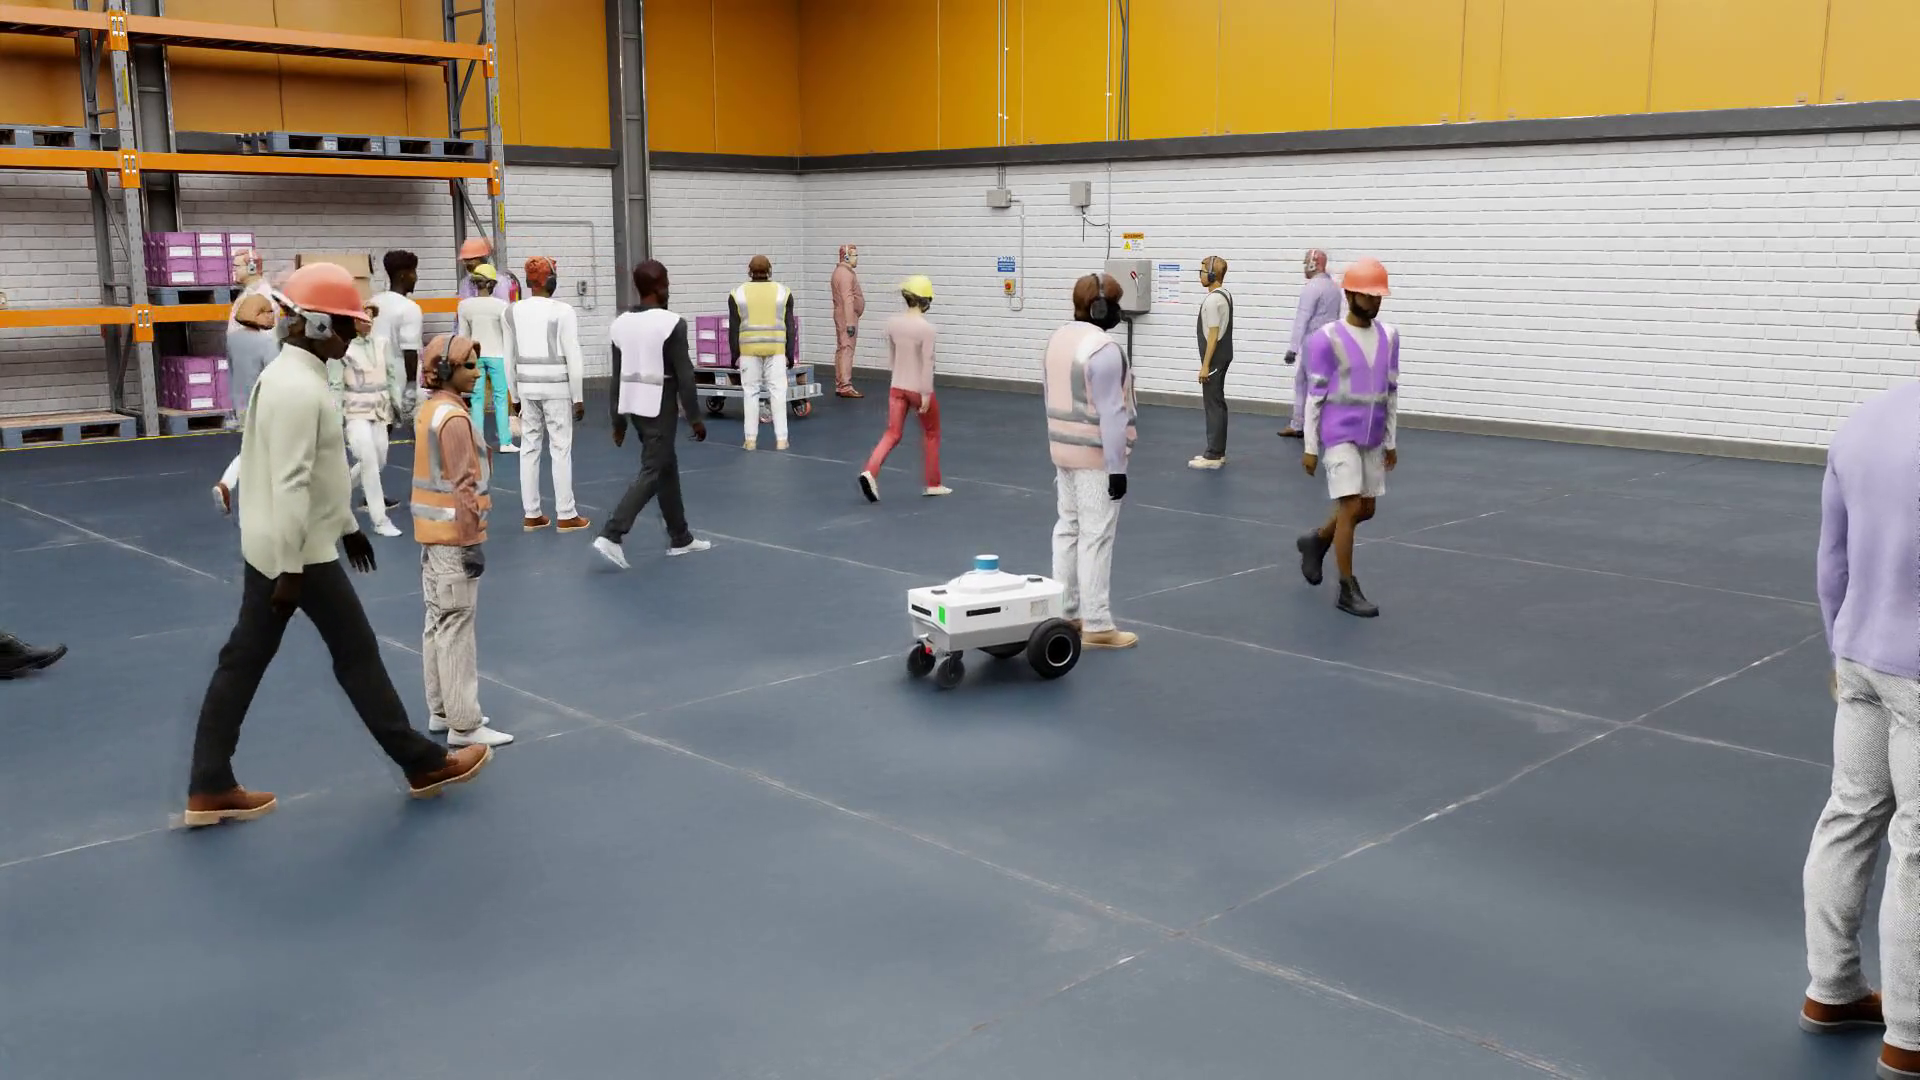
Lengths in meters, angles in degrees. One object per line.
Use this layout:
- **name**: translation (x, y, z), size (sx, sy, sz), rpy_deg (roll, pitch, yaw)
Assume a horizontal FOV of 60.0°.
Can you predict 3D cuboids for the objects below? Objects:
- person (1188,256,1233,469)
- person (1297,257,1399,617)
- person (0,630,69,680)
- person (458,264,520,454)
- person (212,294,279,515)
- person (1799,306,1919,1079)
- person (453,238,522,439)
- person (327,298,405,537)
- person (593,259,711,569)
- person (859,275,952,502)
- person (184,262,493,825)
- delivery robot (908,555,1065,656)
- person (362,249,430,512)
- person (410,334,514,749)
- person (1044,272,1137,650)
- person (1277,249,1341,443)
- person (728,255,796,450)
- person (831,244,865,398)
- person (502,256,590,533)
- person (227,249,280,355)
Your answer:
- **person**: translation (2.193, -1.540, 14.475), size (0.345, 1.846, 0.507), rpy_deg (4, 11, 20)
- **person**: translation (2.084, -0.577, 9.046), size (0.547, 1.911, 0.747), rpy_deg (-5, 11, -24)
- **person**: translation (-4.509, -0.225, 7.215), size (0.546, 1.888, 1.013), rpy_deg (9, 14, 42)
- **person**: translation (-4.374, -1.673, 15.439), size (0.523, 1.760, 0.327), rpy_deg (1, 10, 7)
- **person**: translation (-4.987, -0.915, 11.676), size (0.516, 1.616, 0.500), rpy_deg (5, 12, 25)
- **person**: translation (2.320, 0.331, 4.018), size (0.377, 1.940, 0.629), rpy_deg (-2, 11, -9)
- **person**: translation (-4.729, -1.942, 16.268), size (0.634, 1.983, 1.044), rpy_deg (7, 13, 35)
- **person**: translation (-4.090, -0.838, 11.261), size (0.687, 1.614, 0.561), rpy_deg (5, 11, 25)
- **person**: translation (-1.934, -0.781, 10.261), size (0.586, 1.885, 0.957), rpy_deg (9, 13, 39)
- **person**: translation (-0.411, -1.158, 12.708), size (0.518, 1.730, 0.828), rpy_deg (8, 13, 38)
- **person**: translation (-2.233, 0.019, 5.766), size (1.052, 1.926, 0.638), rpy_deg (-6, 12, -30)
- **delivery robot**: translation (0.124, 0.312, 7.640), size (0.707, 0.478, 0.477), rpy_deg (-6, 12, -30)
- **person**: translation (-4.101, -1.191, 12.396), size (0.612, 1.906, 0.977), rpy_deg (6, 12, 32)
- **person**: translation (-2.013, 0.005, 6.621), size (0.314, 1.636, 0.515), rpy_deg (-6, 12, -29)
- **person**: translation (0.655, -0.388, 8.202), size (0.429, 1.841, 0.633), rpy_deg (-5, 11, -23)
- **person**: translation (3.375, -1.888, 16.295), size (0.821, 1.878, 0.650), rpy_deg (6, 12, 29)
- **person**: translation (-1.868, -1.768, 15.732), size (0.634, 1.839, 0.429), rpy_deg (-2, 11, -10)
- **person**: translation (-1.393, -2.739, 20.844), size (0.407, 1.906, 0.655), rpy_deg (-2, 11, -13)
- **person**: translation (-2.822, -0.985, 11.346), size (0.575, 1.883, 0.355), rpy_deg (3, 11, 16)
- **person**: translation (-5.908, -1.471, 13.935), size (0.409, 1.909, 0.642), rpy_deg (-8, 13, -37)
